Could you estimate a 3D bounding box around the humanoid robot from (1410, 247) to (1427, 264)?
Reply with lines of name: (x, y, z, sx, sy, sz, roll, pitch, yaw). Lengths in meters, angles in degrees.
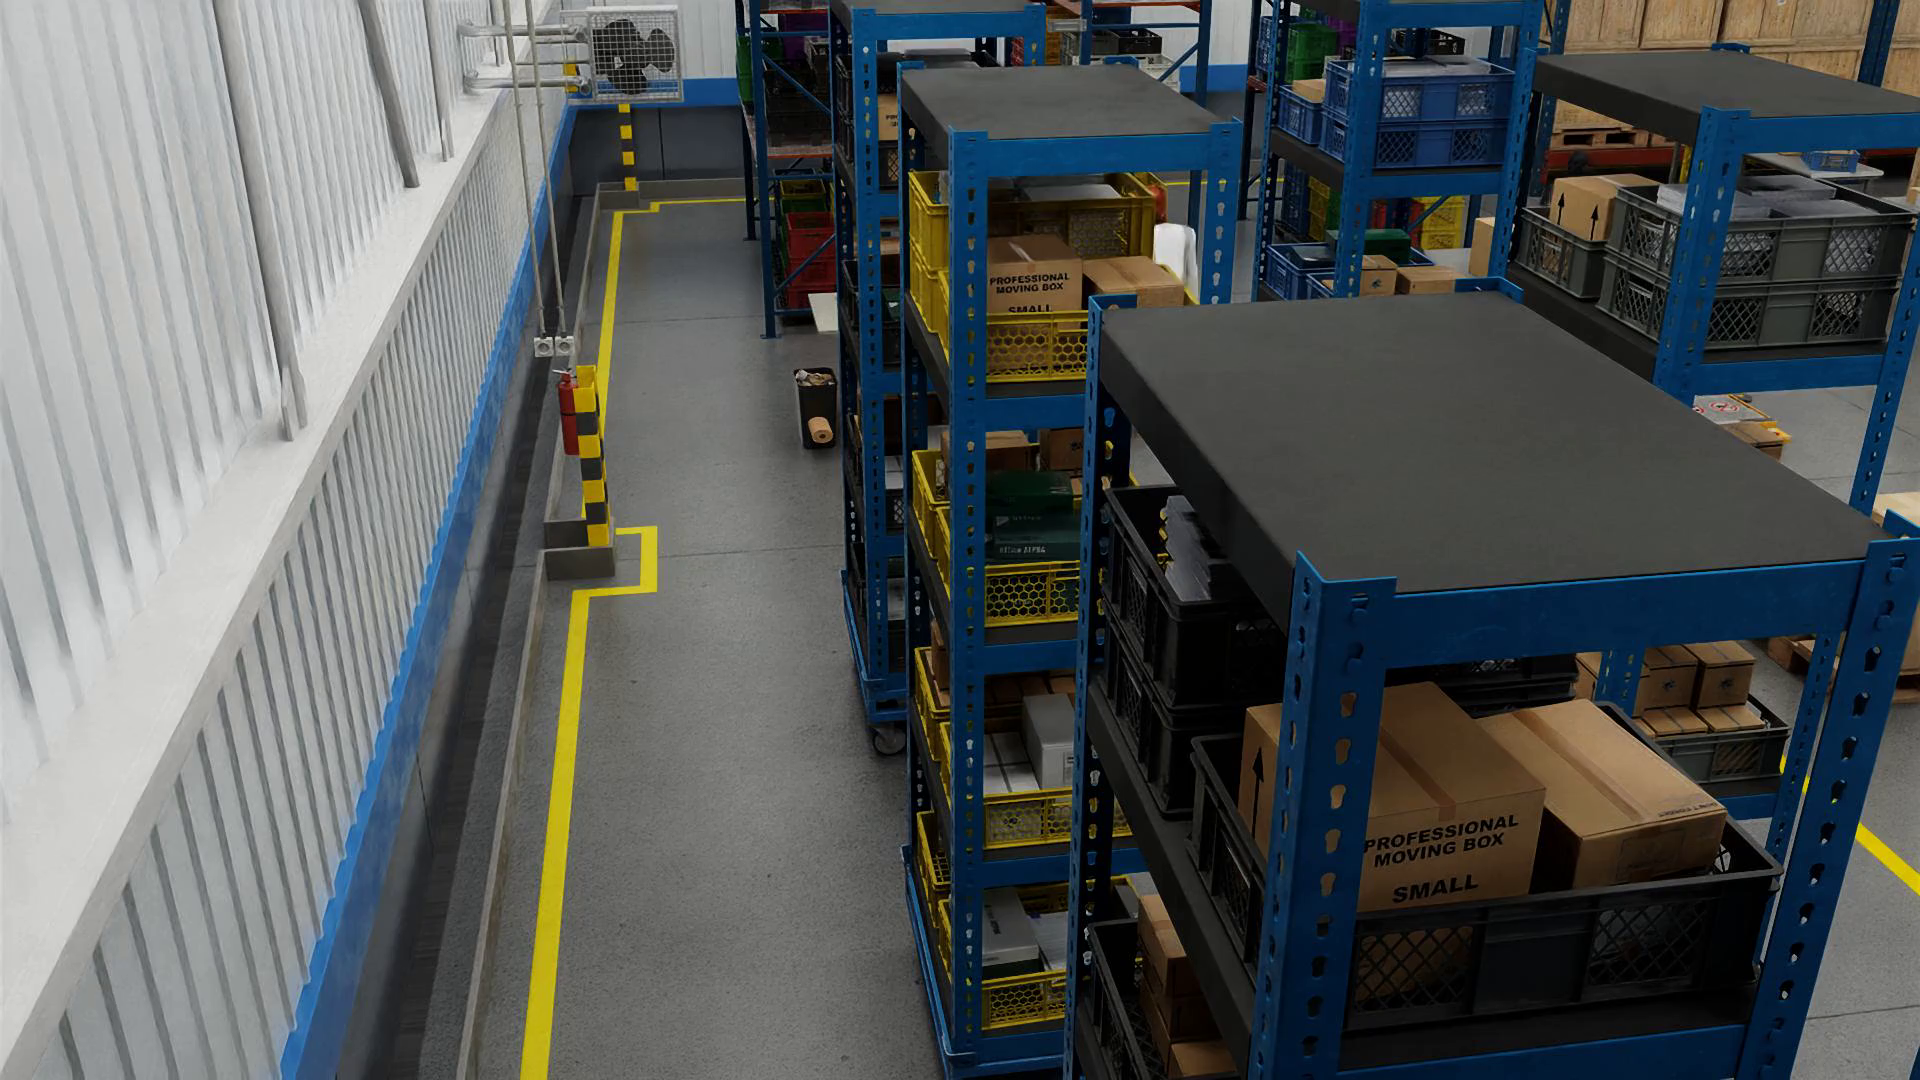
humanoid robot: (2.944, -1.128, 11.061, 0.573, 1.652, 0.328, 5, 25, 12)

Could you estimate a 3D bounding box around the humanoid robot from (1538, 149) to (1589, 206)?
humanoid robot: (5.001, -2.439, 13.914, 0.640, 1.648, 0.430, -5, 25, -11)

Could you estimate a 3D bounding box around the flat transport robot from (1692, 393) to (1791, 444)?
flat transport robot: (5.224, -0.859, 12.132, 1.431, 0.197, 0.652, -4, 25, -8)

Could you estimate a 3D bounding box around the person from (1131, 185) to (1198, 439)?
person: (1.421, -1.624, 11.942, 0.613, 1.855, 0.421, -11, 27, -23)
